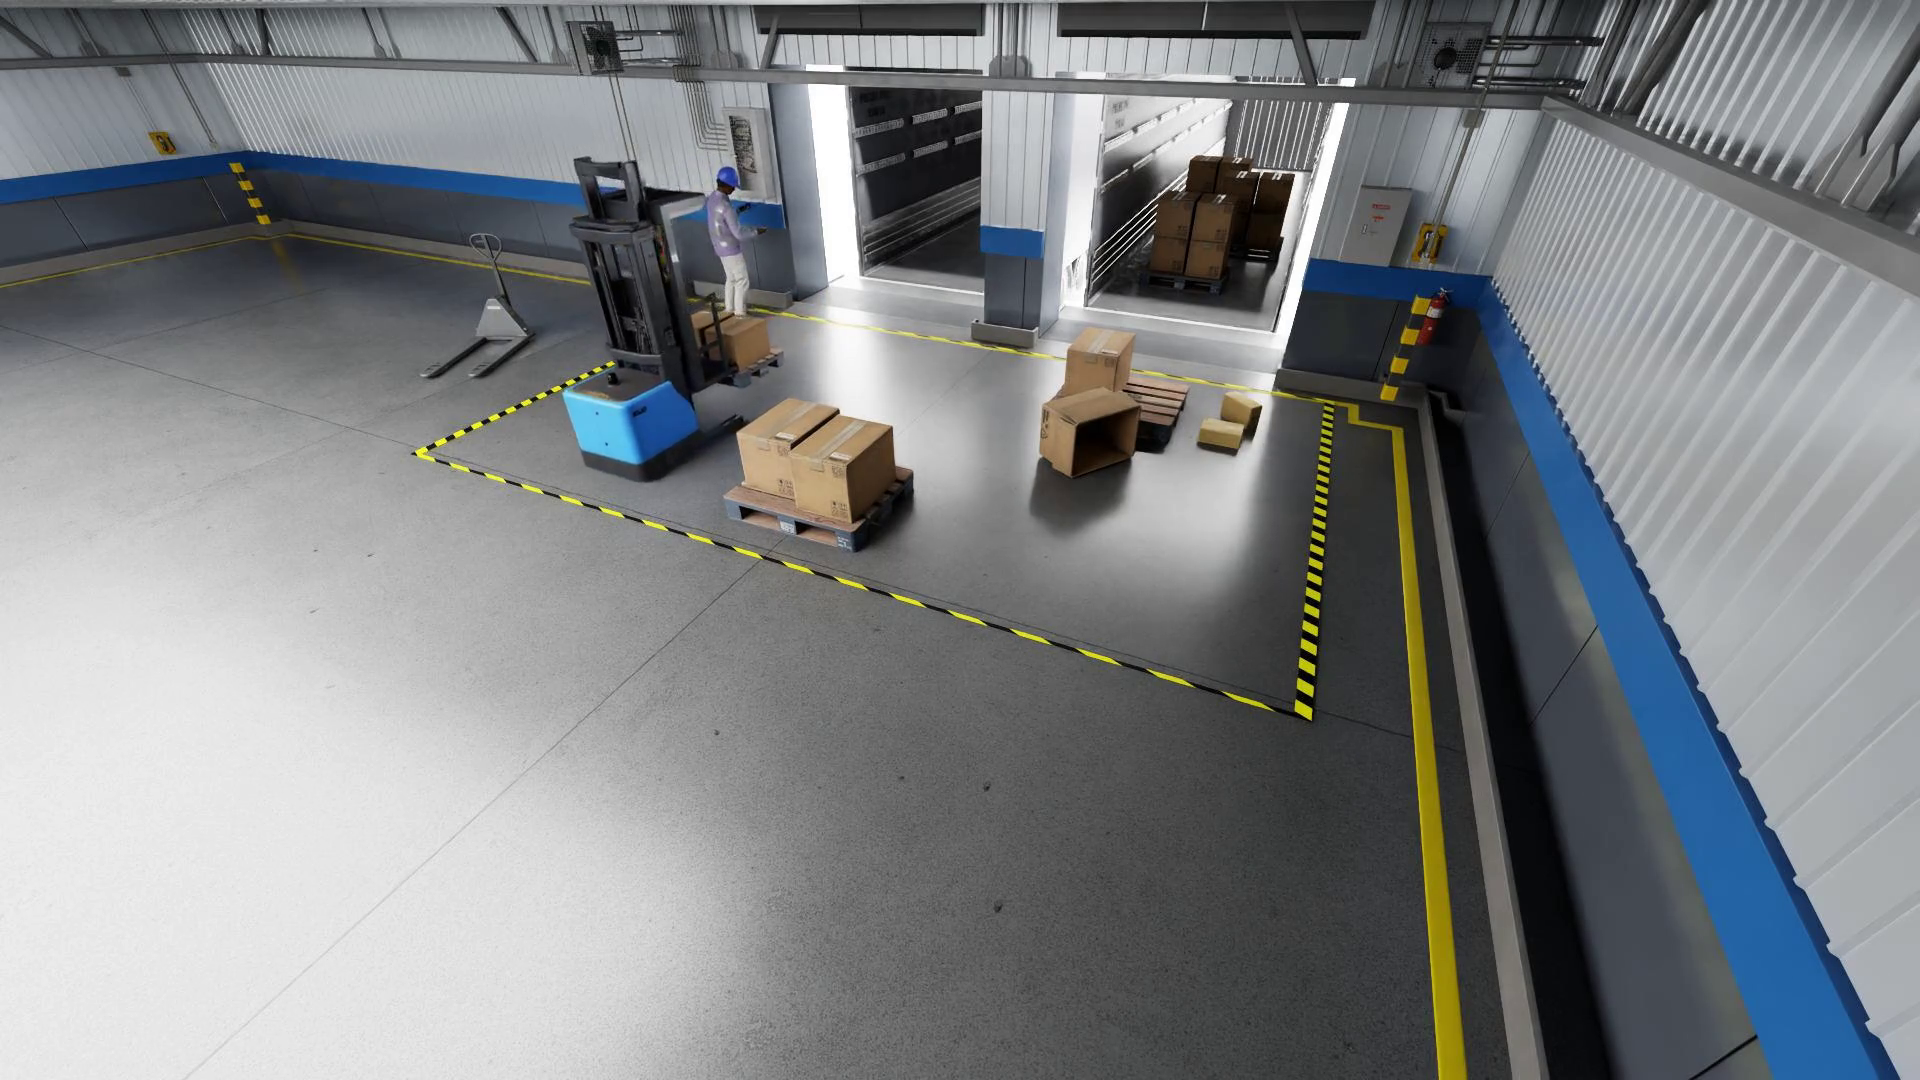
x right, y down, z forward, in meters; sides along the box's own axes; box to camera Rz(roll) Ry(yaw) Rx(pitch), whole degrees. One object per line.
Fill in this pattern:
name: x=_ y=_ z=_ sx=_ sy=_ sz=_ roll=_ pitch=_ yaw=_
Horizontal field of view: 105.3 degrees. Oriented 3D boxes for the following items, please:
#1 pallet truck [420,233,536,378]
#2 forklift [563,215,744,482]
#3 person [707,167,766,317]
pallet truck: x=-5.664 y=-2.712 z=8.427 sx=0.680 sy=1.201 sz=1.601 roll=0 pitch=35 yaw=-1
forklift: x=-2.835 y=-1.586 z=6.155 sx=0.716 sy=2.013 sz=0.776 roll=15 pitch=38 yaw=20
person: x=-2.776 y=-3.684 z=9.244 sx=0.699 sy=1.879 sz=0.773 roll=-21 pitch=41 yaw=-27
